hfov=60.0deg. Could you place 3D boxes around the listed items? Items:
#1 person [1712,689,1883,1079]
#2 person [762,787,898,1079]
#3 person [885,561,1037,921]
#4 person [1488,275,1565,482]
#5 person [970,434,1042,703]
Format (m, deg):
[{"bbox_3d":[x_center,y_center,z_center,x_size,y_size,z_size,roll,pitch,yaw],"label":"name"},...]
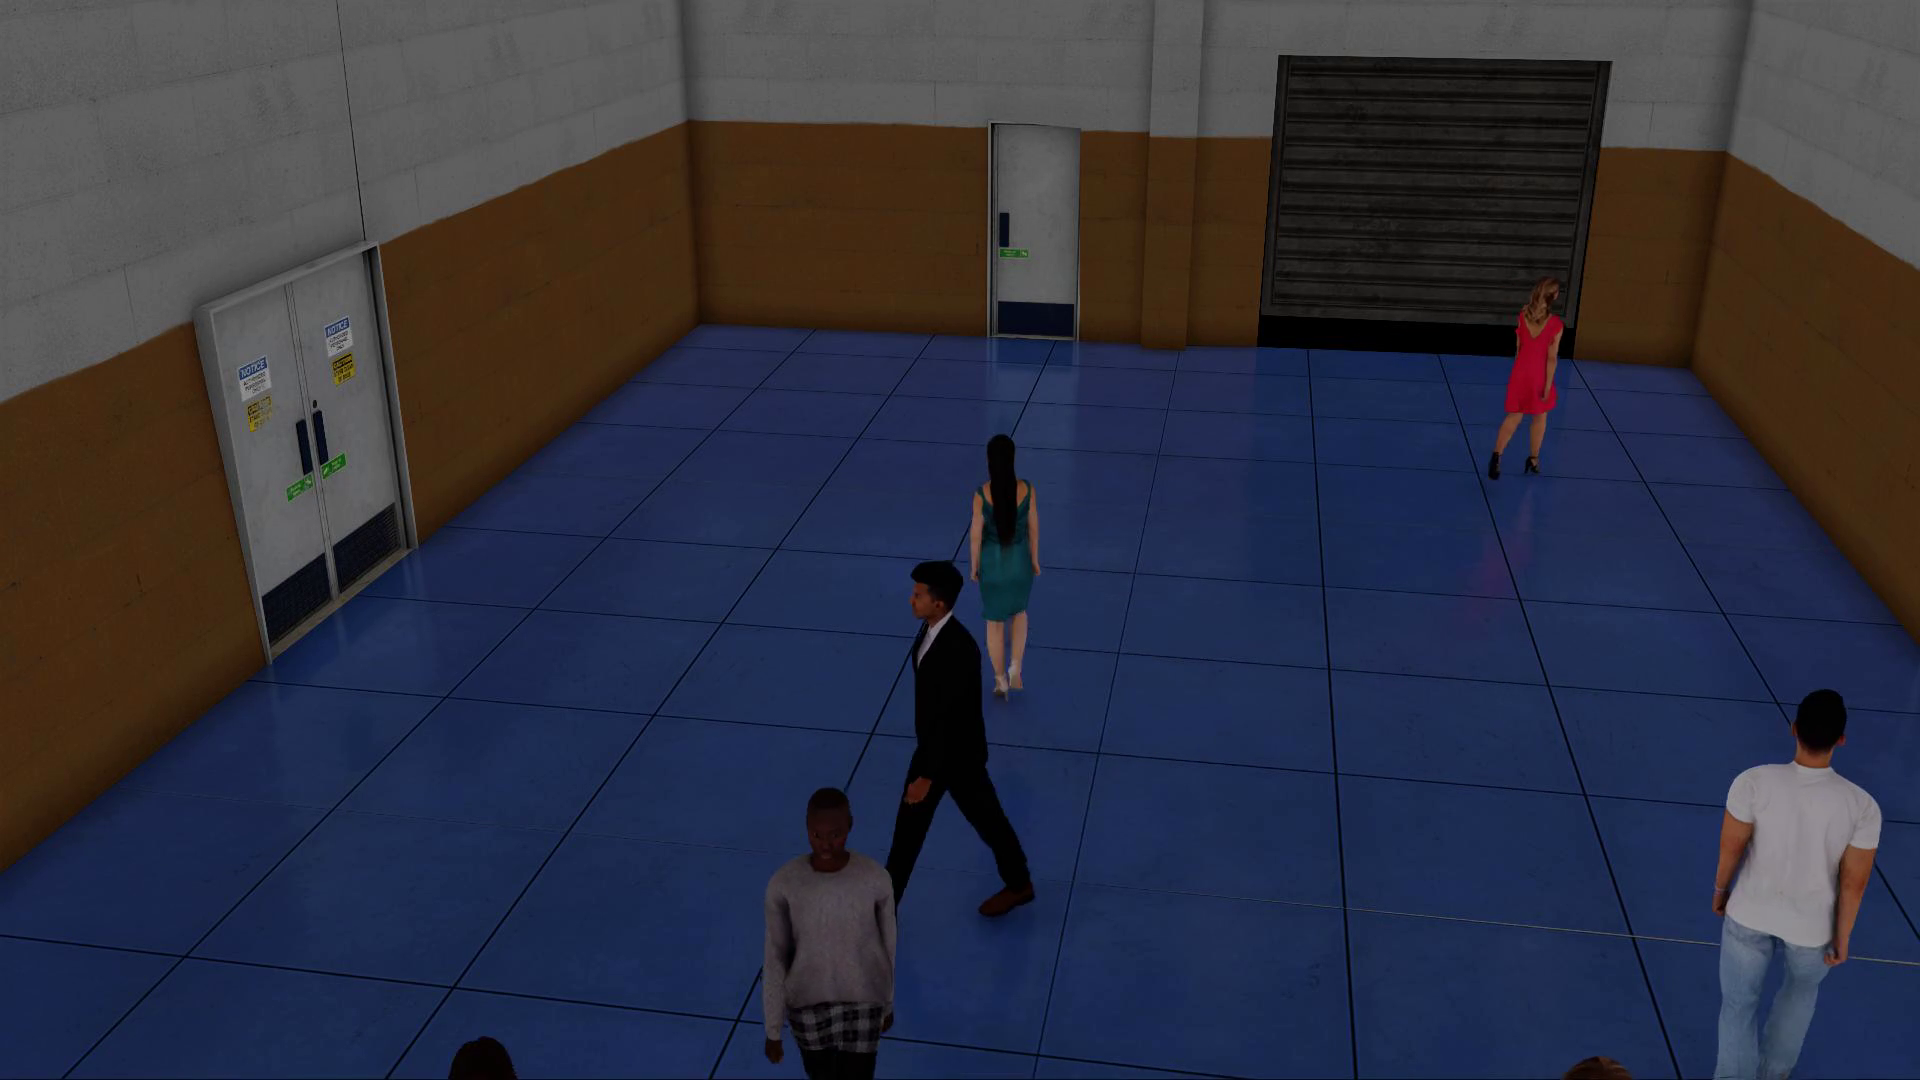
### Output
[{"bbox_3d":[3.166,1.472,6.404,0.750,1.852,0.834,10,24,23],"label":"person"},{"bbox_3d":[-0.471,1.656,6.111,1.172,1.730,0.884,-1,22,-2],"label":"person"},{"bbox_3d":[0.063,0.980,7.666,1.328,1.825,1.127,-9,23,-20],"label":"person"},{"bbox_3d":[4.564,-1.273,13.446,1.027,1.696,0.994,20,29,40],"label":"person"},{"bbox_3d":[0.280,0.209,9.785,0.645,1.677,0.730,-4,22,-10],"label":"person"}]
